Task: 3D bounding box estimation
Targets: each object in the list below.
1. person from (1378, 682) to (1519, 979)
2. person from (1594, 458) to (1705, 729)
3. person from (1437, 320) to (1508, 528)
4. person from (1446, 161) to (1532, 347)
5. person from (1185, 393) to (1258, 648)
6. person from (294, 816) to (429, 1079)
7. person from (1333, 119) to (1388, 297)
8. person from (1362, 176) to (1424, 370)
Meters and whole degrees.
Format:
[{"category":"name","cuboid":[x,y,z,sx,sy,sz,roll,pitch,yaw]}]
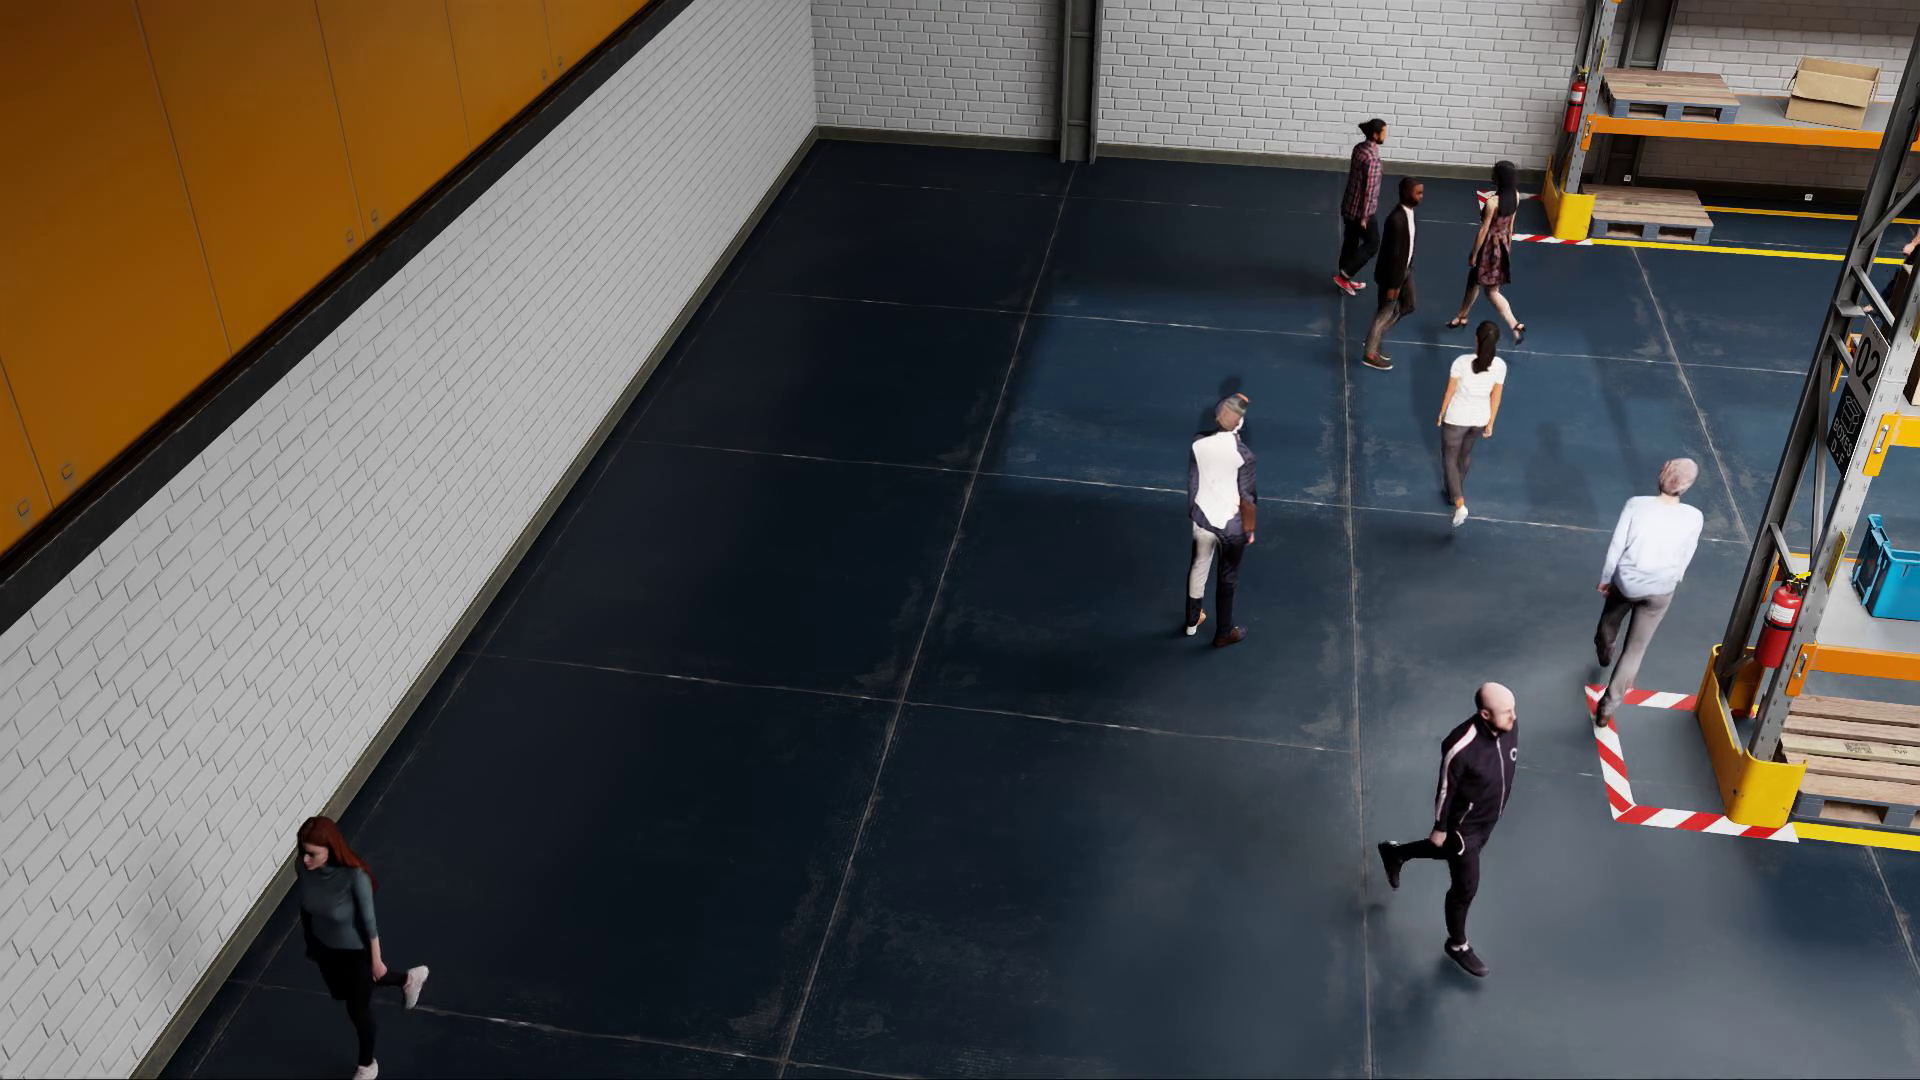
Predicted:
[{"category":"person","cuboid":[2.640,1.447,8.935,1.105,1.812,1.213,-25,41,-32]},{"category":"person","cuboid":[4.302,0.377,10.520,1.182,1.838,0.971,15,36,21]},{"category":"person","cuboid":[3.850,-0.868,12.588,1.007,1.622,0.772,-1,34,-1]},{"category":"person","cuboid":[4.840,-2.513,14.962,1.100,1.736,1.179,-22,39,-29]},{"category":"person","cuboid":[1.754,-0.136,11.243,0.727,1.893,0.838,27,42,34]},{"category":"person","cuboid":[-2.981,1.975,8.215,0.957,1.730,0.814,14,36,20]},{"category":"person","cuboid":[3.771,-3.181,15.958,0.835,1.745,0.811,-7,34,-10]},{"category":"person","cuboid":[3.740,-2.361,14.683,0.764,1.790,0.789,18,38,25]}]
